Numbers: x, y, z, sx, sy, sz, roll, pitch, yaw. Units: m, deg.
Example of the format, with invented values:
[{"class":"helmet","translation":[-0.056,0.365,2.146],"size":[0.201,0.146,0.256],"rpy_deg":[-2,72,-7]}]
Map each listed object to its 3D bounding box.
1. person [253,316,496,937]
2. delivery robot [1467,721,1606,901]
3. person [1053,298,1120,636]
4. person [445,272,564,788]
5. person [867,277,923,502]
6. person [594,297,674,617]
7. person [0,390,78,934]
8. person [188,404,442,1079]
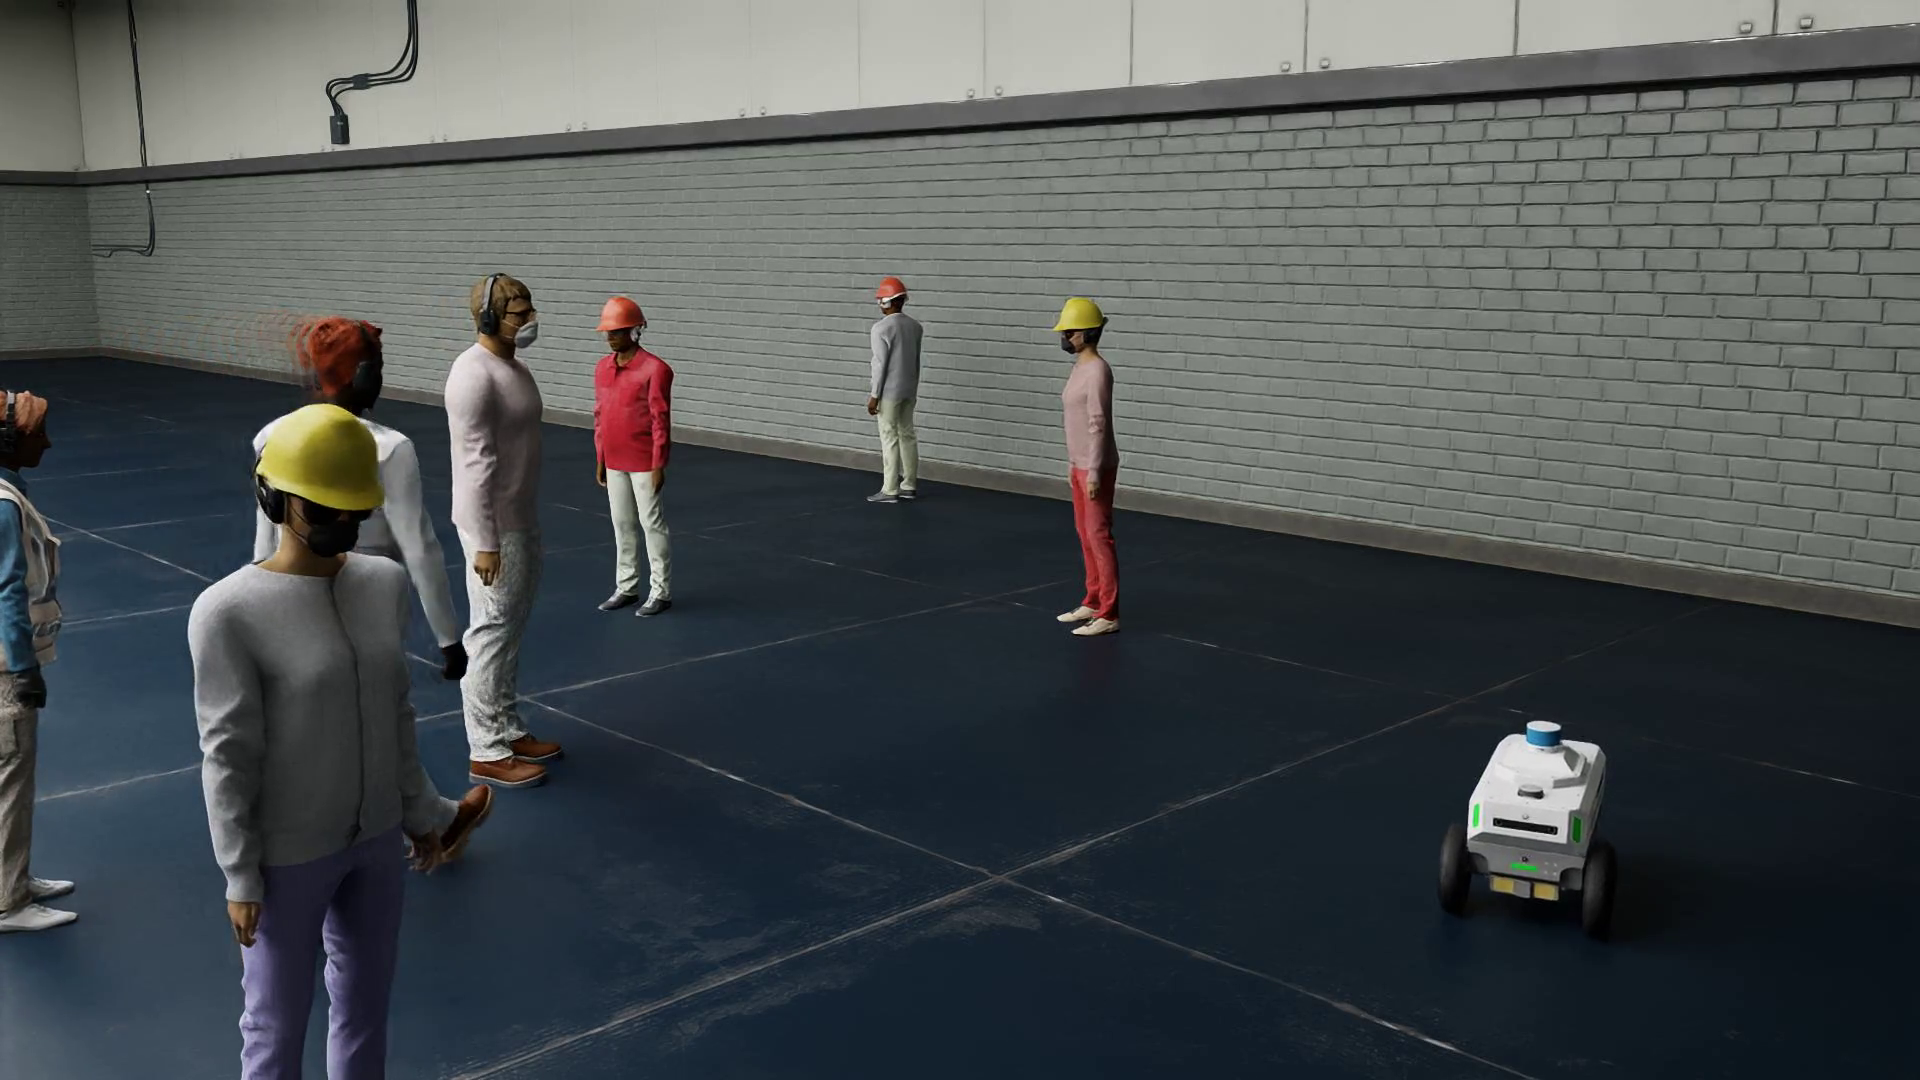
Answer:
[{"class":"person","translation":[-1.786,0.240,5.085],"size":[0.608,1.827,1.009],"rpy_deg":[6,12,28]},{"class":"delivery robot","translation":[1.814,0.811,5.207],"size":[0.477,0.478,0.707],"rpy_deg":[5,11,25]},{"class":"person","translation":[0.652,-0.381,8.710],"size":[0.350,1.760,0.523],"rpy_deg":[-2,11,-10]},{"class":"person","translation":[-1.744,-0.040,6.343],"size":[0.353,1.937,0.635],"rpy_deg":[0,10,0]},{"class":"person","translation":[-0.525,-1.172,13.018],"size":[0.329,1.751,0.569],"rpy_deg":[7,13,35]},{"class":"person","translation":[-1.809,-0.453,9.116],"size":[0.565,1.745,0.348],"rpy_deg":[7,13,35]},{"class":"person","translation":[-2.852,0.362,5.008],"size":[0.323,1.630,0.510],"rpy_deg":[-6,12,-29]},{"class":"person","translation":[-1.246,0.606,3.315],"size":[0.328,1.759,0.524],"rpy_deg":[5,12,25]}]
